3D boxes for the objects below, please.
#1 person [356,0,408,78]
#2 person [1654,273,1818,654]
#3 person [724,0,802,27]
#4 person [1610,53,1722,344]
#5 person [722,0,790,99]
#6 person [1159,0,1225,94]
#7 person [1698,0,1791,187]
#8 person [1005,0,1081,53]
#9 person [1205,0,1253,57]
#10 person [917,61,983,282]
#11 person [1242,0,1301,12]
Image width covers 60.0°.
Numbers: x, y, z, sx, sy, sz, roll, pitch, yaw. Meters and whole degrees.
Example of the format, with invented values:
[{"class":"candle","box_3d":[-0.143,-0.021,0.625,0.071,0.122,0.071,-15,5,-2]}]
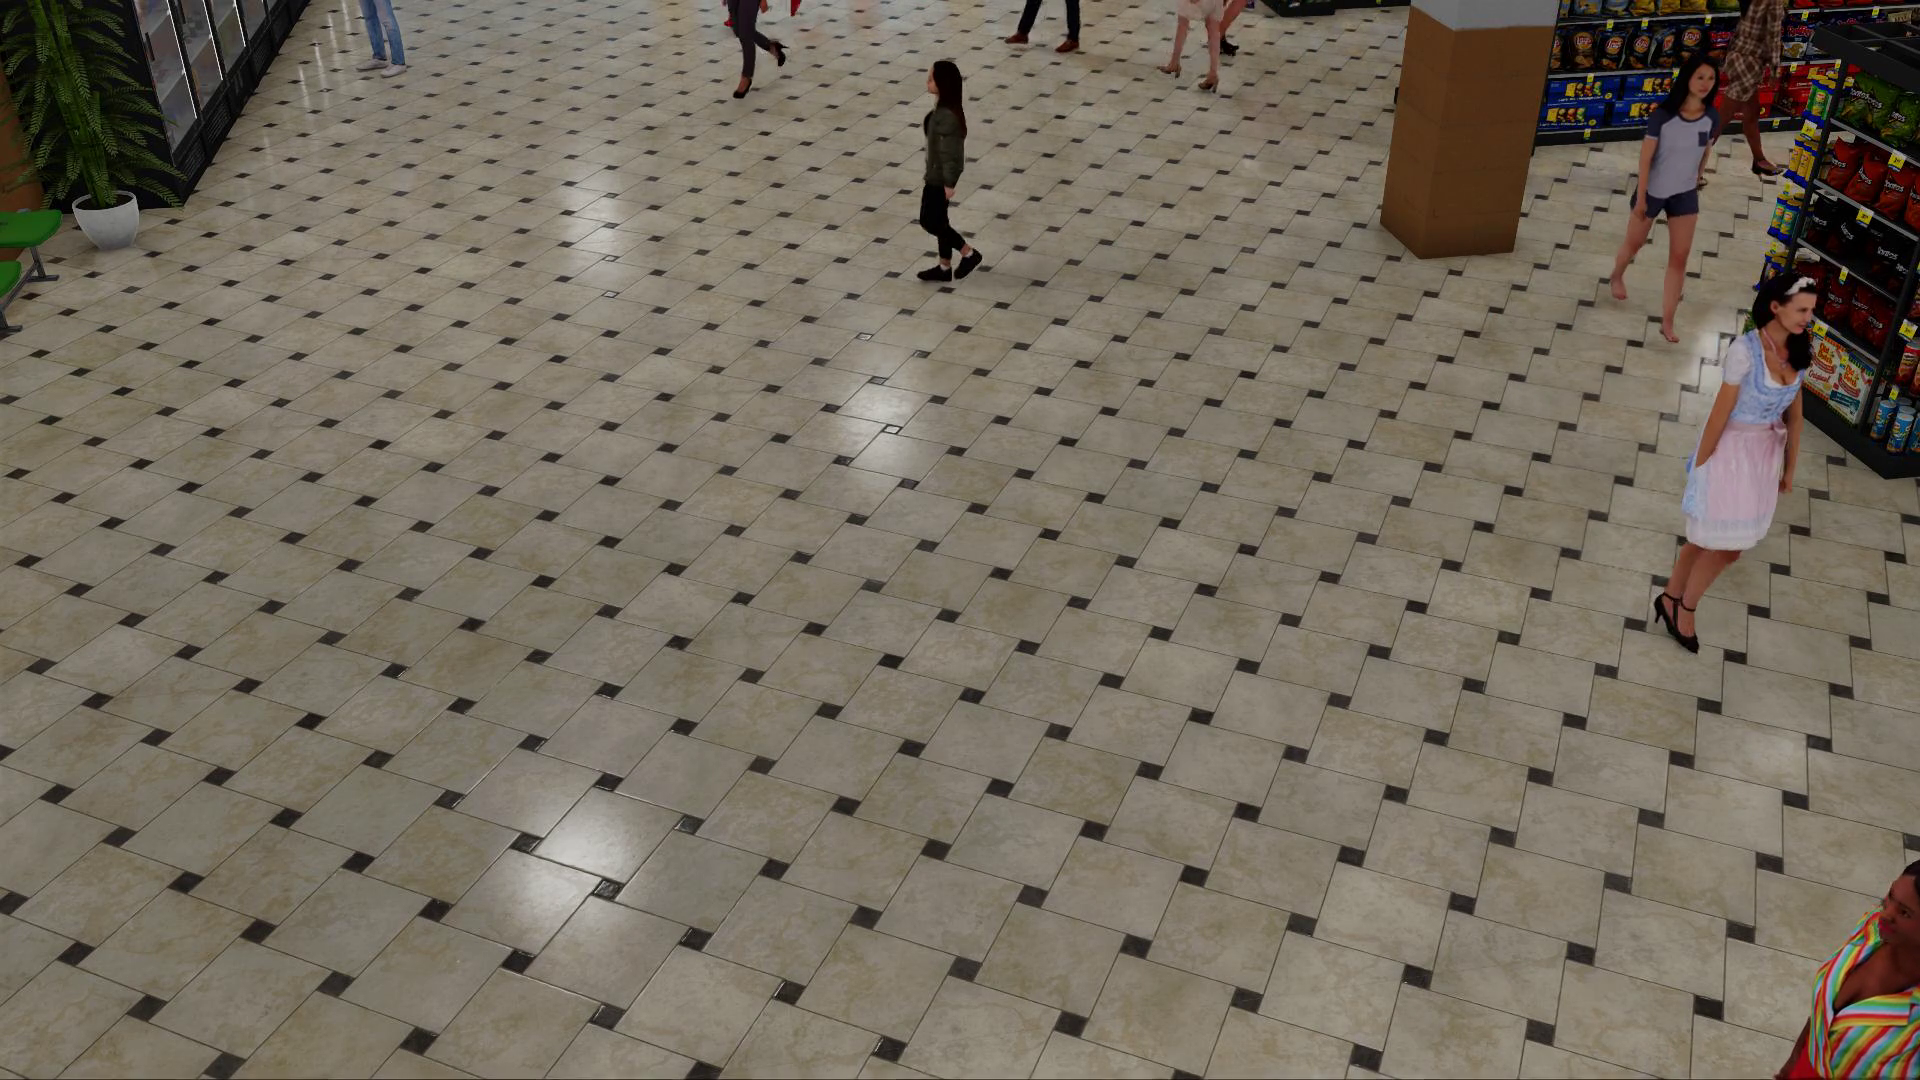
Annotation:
[{"class":"person","box_3d":[-5.251,-5.074,14.745,0.727,1.850,0.769,23,39,32]},{"class":"person","box_3d":[3.263,-0.336,7.178,0.821,1.799,0.818,-13,34,-20]},{"class":"person","box_3d":[-1.932,-5.904,16.140,1.045,1.785,0.654,-5,32,-7]},{"class":"person","box_3d":[4.295,-2.138,10.207,1.117,1.660,0.819,0,32,1]},{"class":"person","box_3d":[-1.780,-4.661,14.269,0.932,1.651,1.027,23,39,33]},{"class":"person","box_3d":[2.188,-4.714,14.301,0.991,1.707,0.924,-21,38,-30]},{"class":"person","box_3d":[5.635,-3.391,12.134,1.047,1.751,0.690,-1,32,-1]},{"class":"person","box_3d":[0.909,-5.445,15.396,0.984,1.791,1.059,20,37,29]},{"class":"person","box_3d":[2.389,-5.338,15.170,0.759,1.850,0.745,-14,34,-21]},{"class":"person","box_3d":[-0.052,-2.351,10.732,0.713,1.465,0.649,0,32,1]},{"class":"person","box_3d":[3.179,-6.088,16.536,0.954,1.680,0.921,-26,40,-35]}]
